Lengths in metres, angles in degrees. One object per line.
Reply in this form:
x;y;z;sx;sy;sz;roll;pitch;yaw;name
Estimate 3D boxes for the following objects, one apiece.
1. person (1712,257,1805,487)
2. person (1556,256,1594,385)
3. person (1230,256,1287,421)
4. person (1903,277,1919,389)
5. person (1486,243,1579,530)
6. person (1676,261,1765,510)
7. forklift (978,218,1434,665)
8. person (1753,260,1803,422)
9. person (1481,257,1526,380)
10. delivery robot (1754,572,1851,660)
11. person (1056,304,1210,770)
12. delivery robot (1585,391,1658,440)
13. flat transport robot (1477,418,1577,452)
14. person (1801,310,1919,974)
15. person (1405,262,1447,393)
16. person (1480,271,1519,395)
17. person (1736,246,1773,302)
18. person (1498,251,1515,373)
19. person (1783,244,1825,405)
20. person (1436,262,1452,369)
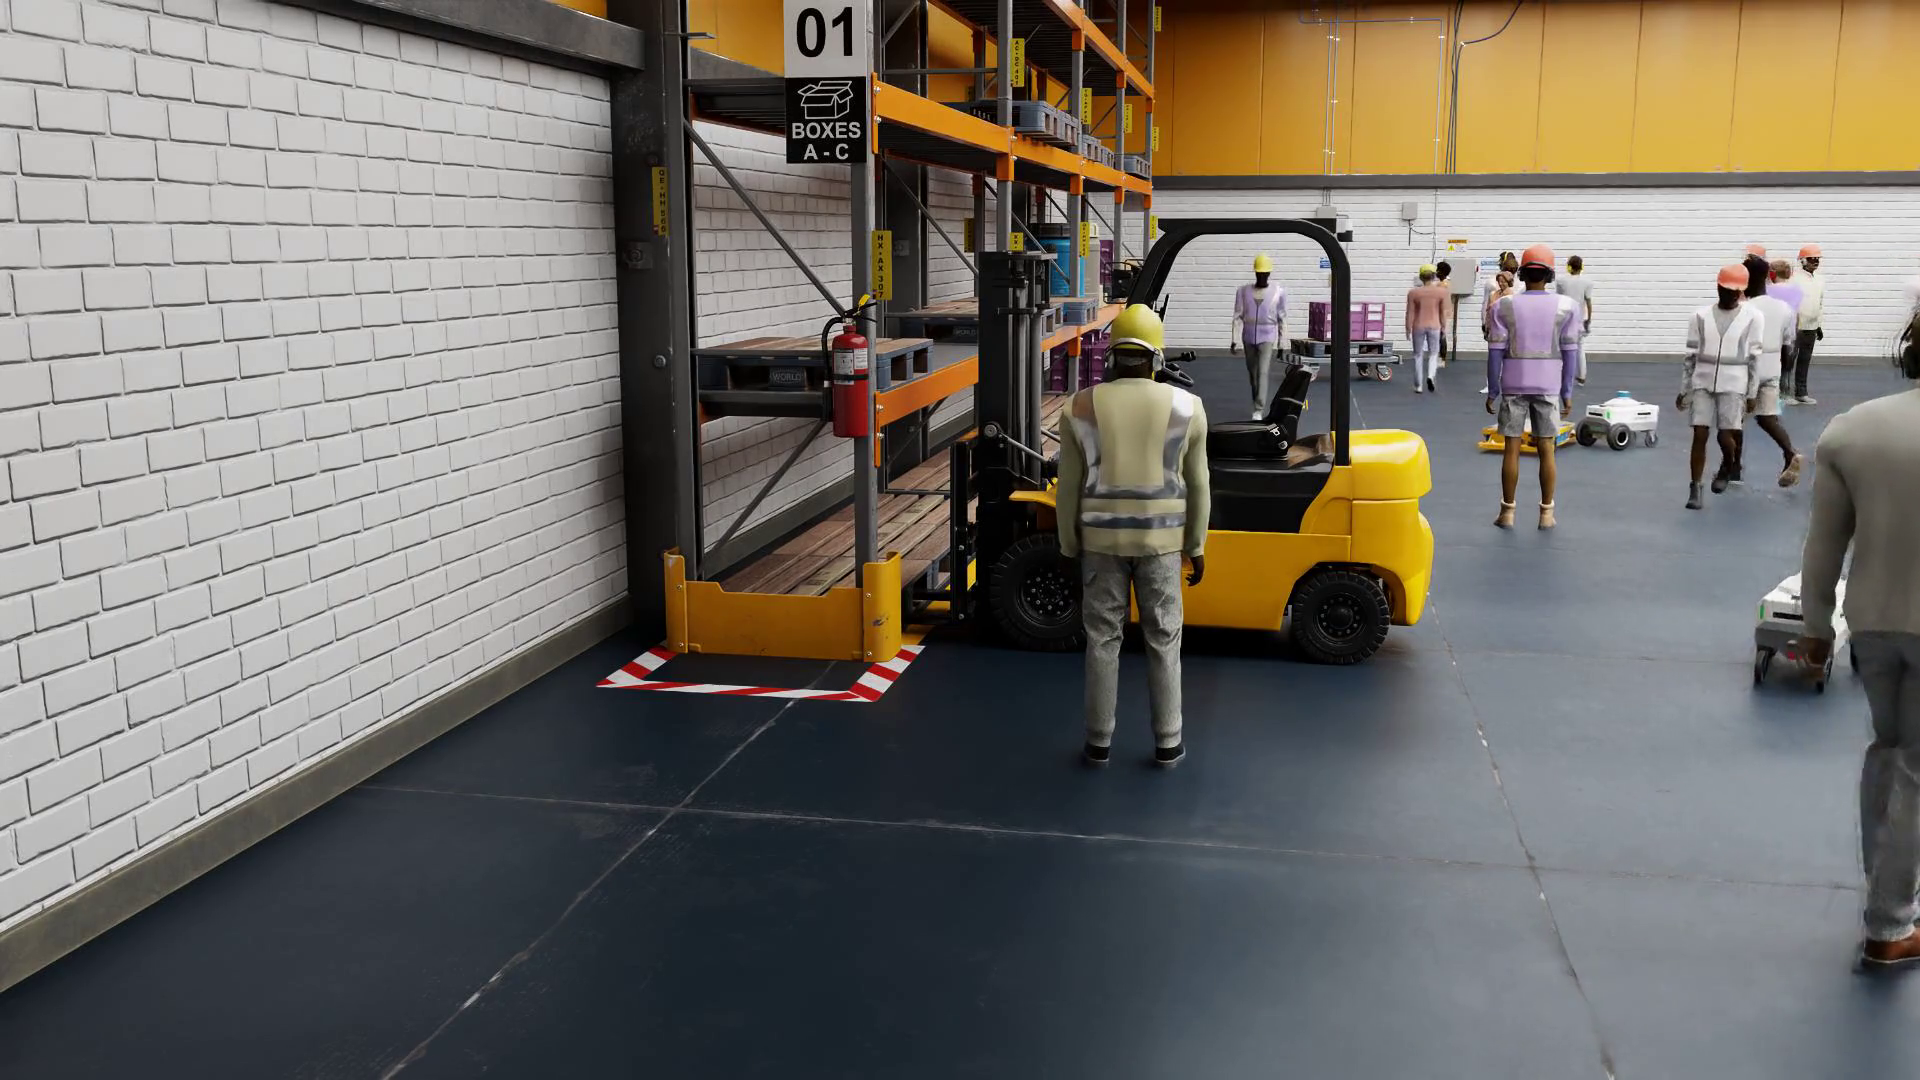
6.655;-1.374;13.806;0.619;1.930;0.857;-2;11;-12;person
8.539;-3.034;23.193;0.496;1.825;0.825;4;11;20;person
3.442;-2.315;19.089;0.587;1.885;0.984;5;11;24;person
12.390;-2.672;21.060;0.647;1.872;0.873;0;10;0;person
4.074;-1.088;11.905;0.609;2.044;0.396;3;11;15;person
5.872;-1.193;12.847;0.576;1.909;0.630;7;13;34;person
1.285;-0.567;8.635;2.313;2.155;1.214;2;11;11;forklift
9.237;-2.247;18.845;0.593;1.826;0.451;-2;11;-11;person
7.695;-3.078;23.446;0.673;1.810;0.554;3;11;17;person
4.051;0.334;7.931;0.477;0.478;0.707;8;13;37;delivery robot
0.677;-0.005;6.544;0.598;1.830;0.403;1;10;6;person
6.585;-1.237;16.544;0.707;0.478;0.477;-5;11;-24;delivery robot
5.670;-1.045;16.531;0.652;0.197;1.431;7;12;32;flat transport robot
2.835;0.270;4.815;0.738;1.905;0.657;-7;13;-35;person
6.213;-2.826;22.201;0.538;1.750;0.397;2;11;11;person
7.219;-2.755;22.155;0.310;1.637;0.514;-9;13;-39;person
11.862;-3.431;25.025;0.658;1.963;0.593;8;13;38;person
8.226;-3.413;25.126;0.313;1.869;0.538;6;12;29;person
10.506;-2.675;20.732;0.613;1.997;0.374;-4;11;-20;person
7.673;-3.583;26.528;0.318;1.699;0.535;3;11;18;person
